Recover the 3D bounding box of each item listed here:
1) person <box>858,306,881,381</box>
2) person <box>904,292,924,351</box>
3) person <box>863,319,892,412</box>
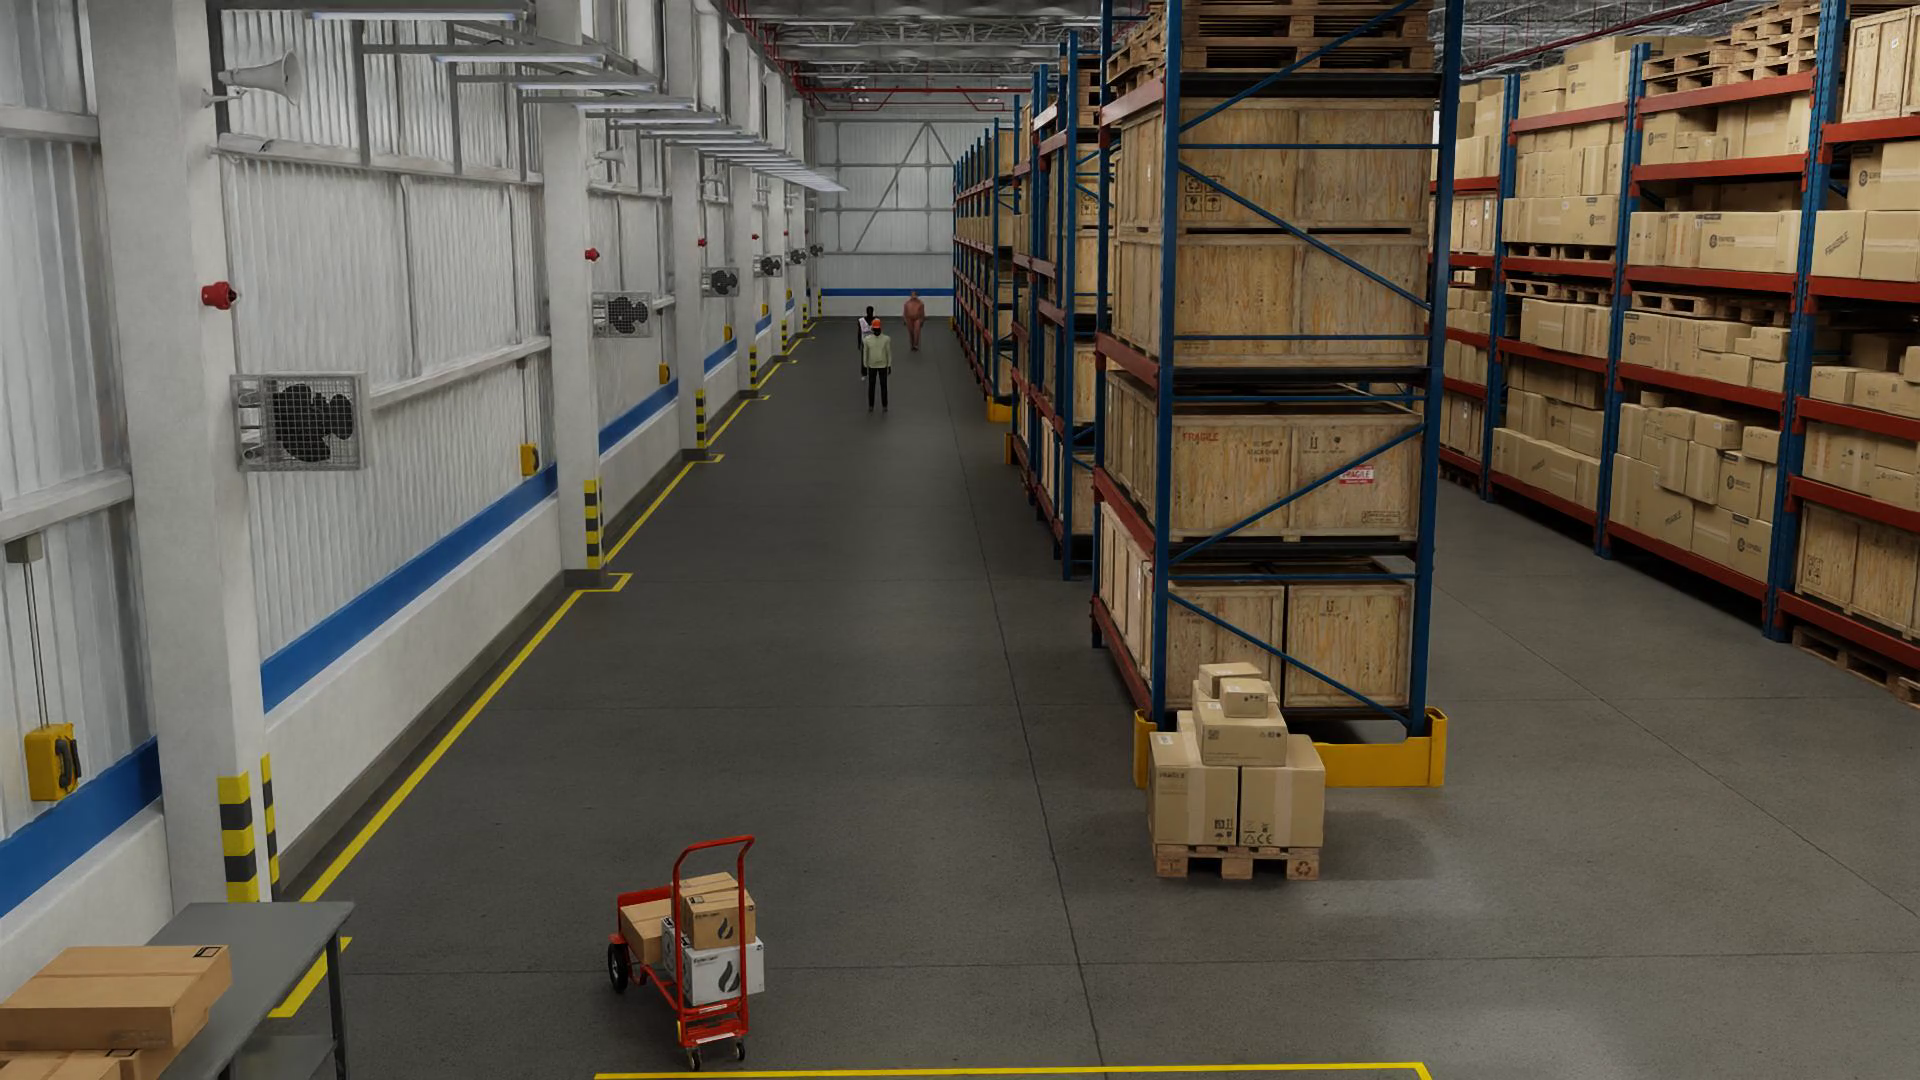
[{"bbox_3d":[-2.322,-5.039,42.616,0.598,1.906,0.413,-2,11,-8],"label":"person"},{"bbox_3d":[-1.448,-6.889,52.388,0.634,1.862,1.014,1,11,4],"label":"person"},{"bbox_3d":[-1.771,-3.738,35.634,0.613,1.988,0.404,-1,11,-4],"label":"person"}]
